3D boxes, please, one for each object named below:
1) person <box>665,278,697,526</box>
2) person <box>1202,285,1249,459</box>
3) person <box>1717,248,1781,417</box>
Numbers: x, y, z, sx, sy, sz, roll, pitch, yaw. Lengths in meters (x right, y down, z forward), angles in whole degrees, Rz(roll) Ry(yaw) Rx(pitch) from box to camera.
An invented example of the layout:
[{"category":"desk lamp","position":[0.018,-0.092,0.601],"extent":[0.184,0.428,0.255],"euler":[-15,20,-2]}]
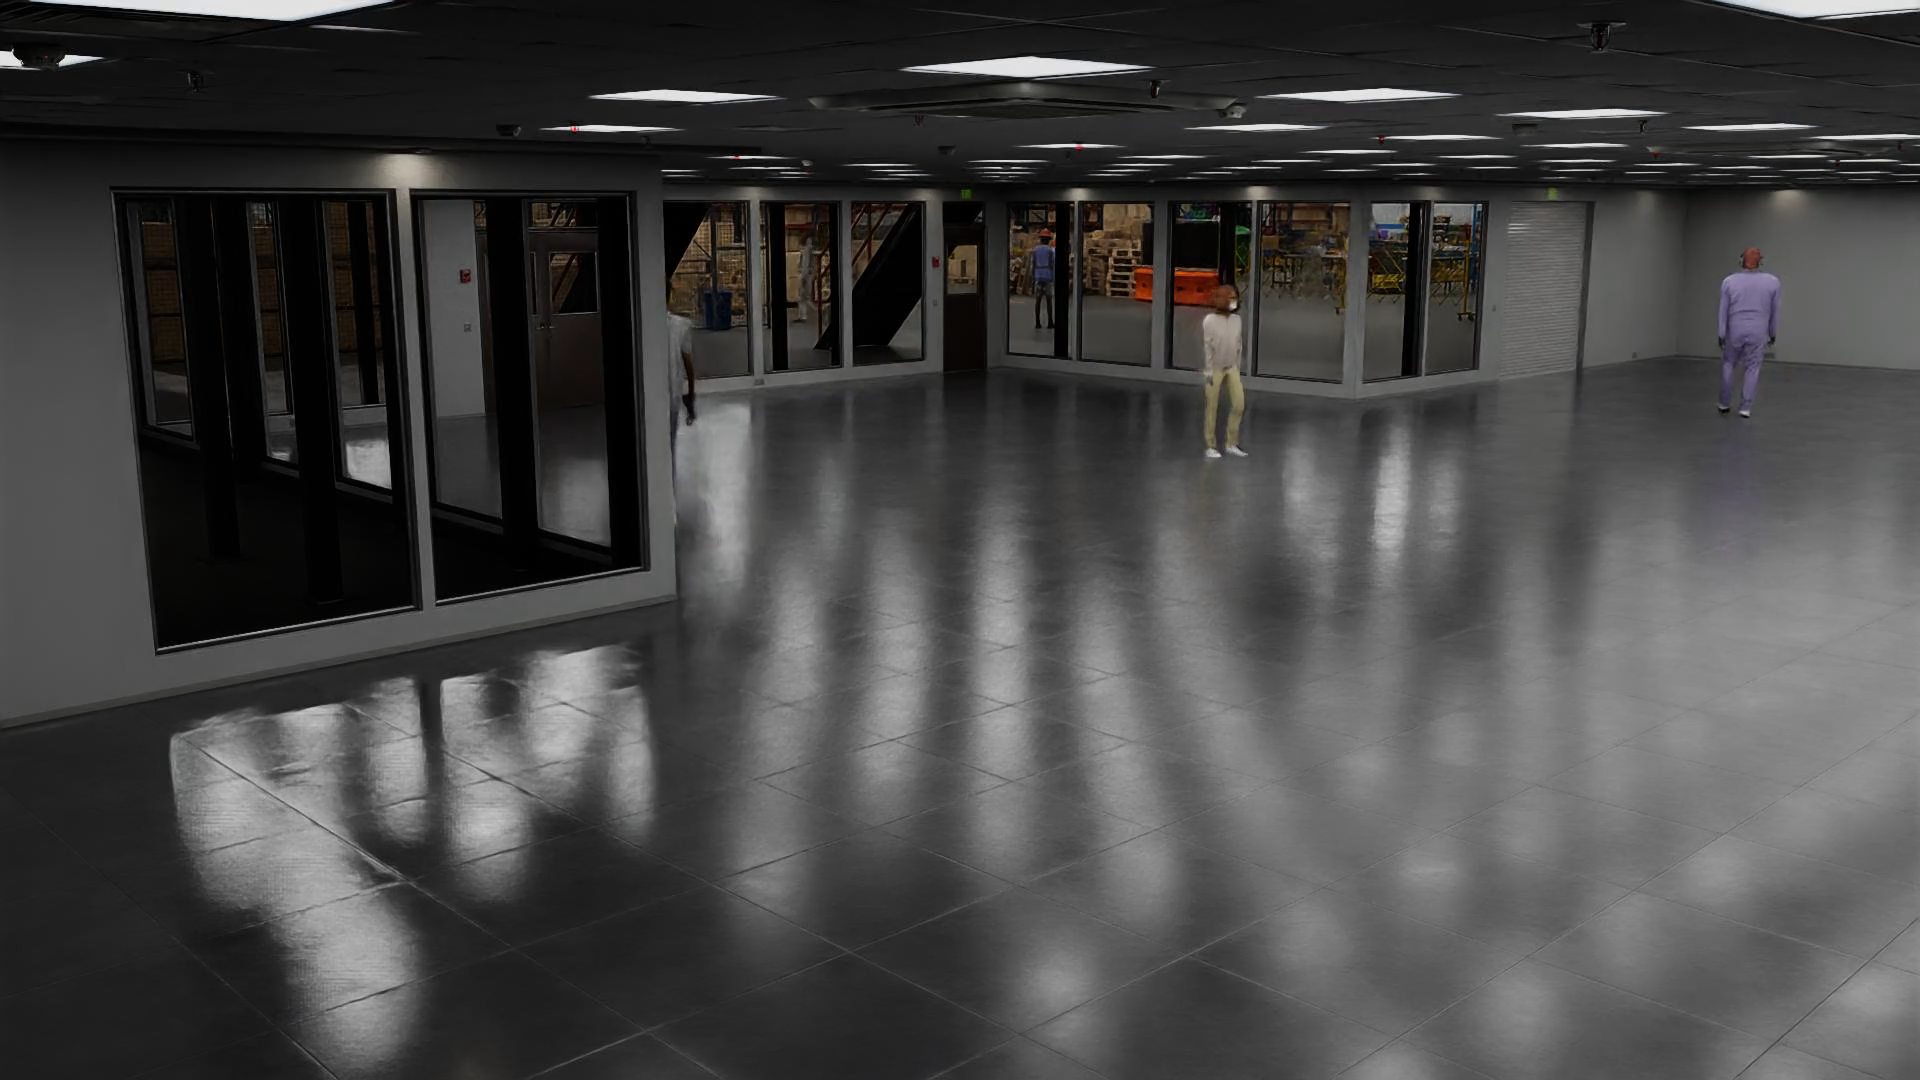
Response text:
[{"category":"person","position":[-2.287,-1.056,12.452],"extent":[0.544,1.825,0.934],"euler":[-5,12,-24]},{"category":"person","position":[2.463,-1.545,15.428],"extent":[0.522,1.622,0.494],"euler":[-6,13,-27]},{"category":"person","position":[8.893,-2.347,18.821],"extent":[0.651,1.871,0.916],"euler":[4,12,21]}]
